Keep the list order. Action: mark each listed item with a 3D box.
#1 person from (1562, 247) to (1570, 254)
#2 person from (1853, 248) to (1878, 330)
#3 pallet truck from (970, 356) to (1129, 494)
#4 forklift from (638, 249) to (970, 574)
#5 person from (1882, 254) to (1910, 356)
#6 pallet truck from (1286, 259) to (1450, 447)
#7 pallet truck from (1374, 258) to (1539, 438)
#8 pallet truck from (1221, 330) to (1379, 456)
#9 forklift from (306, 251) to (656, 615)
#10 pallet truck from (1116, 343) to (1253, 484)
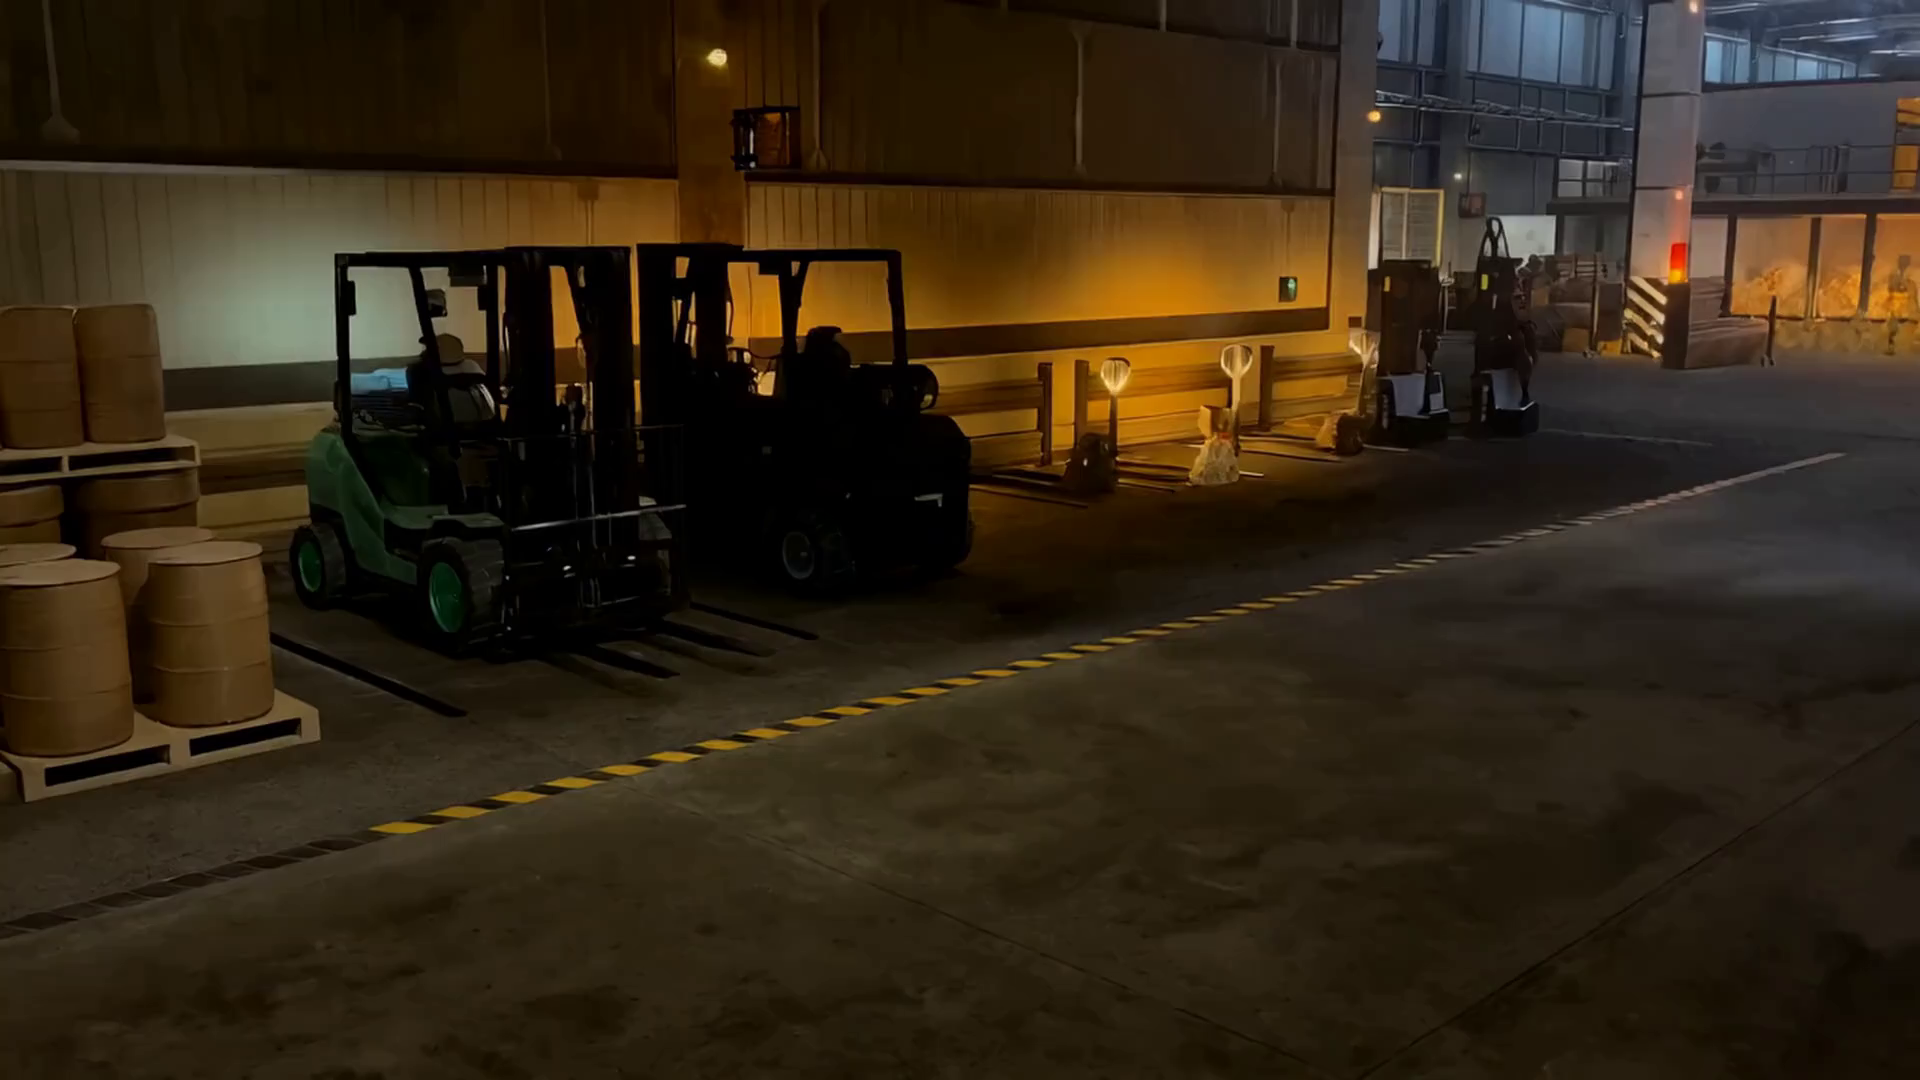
[{"bbox_3d":[15.584,-6.606,43.077,0.594,1.924,0.381,-10,14,-44],"label":"person"},{"bbox_3d":[21.413,-5.914,39.283,0.551,1.932,0.378,-10,14,-44],"label":"person"},{"bbox_3d":[0.784,-1.085,14.876,0.680,1.201,1.601,-10,14,-44],"label":"pallet truck"},{"bbox_3d":[-1.173,-0.958,11.239,2.680,1.987,1.157,10,14,43],"label":"forklift"},{"bbox_3d":[17.464,-4.369,30.996,0.584,1.882,0.337,-10,14,-44],"label":"person"},{"bbox_3d":[4.493,-2.078,18.196,0.823,1.965,1.885,-9,14,-40],"label":"pallet truck"},{"bbox_3d":[5.704,-2.208,18.901,1.885,1.965,0.823,10,14,43],"label":"pallet truck"},{"bbox_3d":[3.563,-1.581,17.381,0.653,1.274,1.630,-10,14,-44],"label":"pallet truck"},{"bbox_3d":[-2.833,-0.669,9.694,1.157,1.987,2.680,-10,14,-44],"label":"forklift"},{"bbox_3d":[1.962,-1.215,15.415,1.522,1.261,0.704,10,14,43],"label":"pallet truck"}]
